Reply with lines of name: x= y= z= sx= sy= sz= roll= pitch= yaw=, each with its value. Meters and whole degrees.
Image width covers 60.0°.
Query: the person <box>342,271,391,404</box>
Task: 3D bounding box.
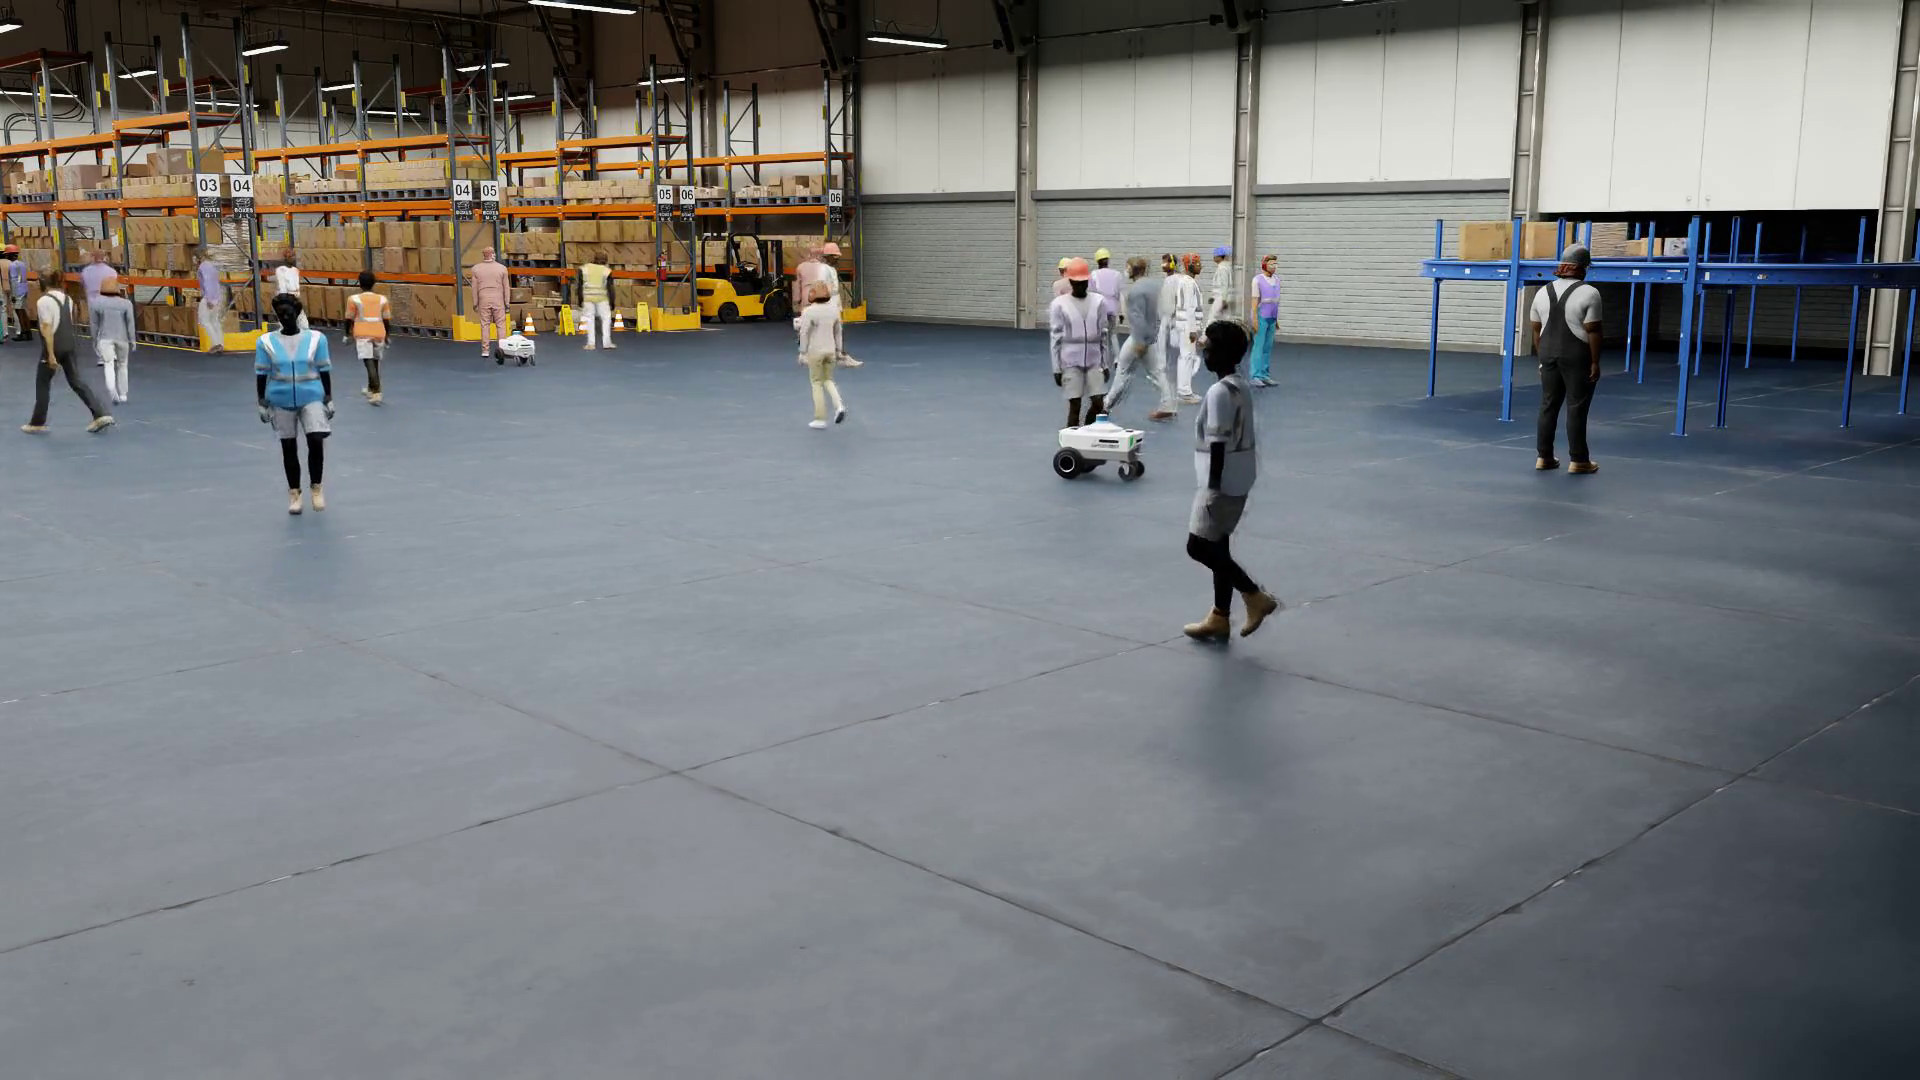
person: x=-7.508 y=-2.566 z=21.049 sx=0.545 sy=1.646 sz=0.834 roll=-10 pitch=14 yaw=-43

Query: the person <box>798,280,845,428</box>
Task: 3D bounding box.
person: x=-1.522 y=-2.038 z=18.276 sx=0.510 sy=1.620 sz=0.372 roll=-9 pitch=14 yaw=-40

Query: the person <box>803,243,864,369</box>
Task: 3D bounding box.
person: x=-2.082 y=-3.735 z=26.547 sx=1.042 sy=1.992 sz=0.627 roll=2 pitch=11 yaw=9

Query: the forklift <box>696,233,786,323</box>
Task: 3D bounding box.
forklift: x=-5.496 y=-6.489 z=41.108 sx=2.313 sy=2.155 sz=1.214 roll=-10 pitch=14 yaw=-44

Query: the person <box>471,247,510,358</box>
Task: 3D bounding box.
person: x=-8.165 y=-4.139 z=28.976 sx=0.644 sy=1.903 sz=0.400 roll=-2 pitch=11 yaw=-11

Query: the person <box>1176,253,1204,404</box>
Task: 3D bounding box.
person: x=2.923 y=-2.692 z=21.138 sx=0.355 sy=1.883 sz=0.575 roll=0 pitch=10 yaw=1

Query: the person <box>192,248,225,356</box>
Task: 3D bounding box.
person: x=-13.254 y=-4.201 z=29.342 sx=0.492 sy=1.890 sz=0.686 roll=-2 pitch=11 yaw=-11

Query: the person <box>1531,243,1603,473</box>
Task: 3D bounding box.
person: x=5.514 y=-1.623 z=14.995 sx=0.538 sy=2.000 sz=0.683 roll=-7 pitch=13 yaw=-35

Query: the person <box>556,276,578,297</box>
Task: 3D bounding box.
person: x=-10.146 y=-6.688 z=43.043 sx=0.633 sy=1.841 sz=0.429 roll=-9 pitch=14 yaw=-40

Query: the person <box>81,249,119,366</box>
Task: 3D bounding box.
person: x=-14.015 y=-3.801 z=27.222 sx=0.638 sy=1.881 sz=0.550 roll=1 pitch=10 yaw=4

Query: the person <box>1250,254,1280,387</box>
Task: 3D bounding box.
person: x=4.273 y=-3.076 z=23.346 sx=0.372 sy=1.839 sz=0.570 roll=10 pitch=14 yaw=44

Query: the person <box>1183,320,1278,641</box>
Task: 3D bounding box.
person: x=1.395 y=-0.289 z=8.573 sx=0.431 sy=1.679 sz=0.543 roll=4 pitch=11 yaw=21

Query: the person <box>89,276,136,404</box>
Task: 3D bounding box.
person: x=-10.670 y=-2.521 z=20.968 sx=0.501 sy=1.608 sz=0.782 roll=-5 pitch=12 yaw=-27

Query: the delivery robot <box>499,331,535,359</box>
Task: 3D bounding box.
delivery robot: x=-7.289 y=-3.191 z=27.344 sx=0.477 sy=0.478 sz=0.707 roll=-8 pitch=13 yaw=-39

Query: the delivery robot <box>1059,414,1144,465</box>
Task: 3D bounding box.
delivery robot: x=1.249 y=-0.866 z=14.663 sx=0.707 sy=0.478 sz=0.477 roll=4 pitch=11 yaw=23

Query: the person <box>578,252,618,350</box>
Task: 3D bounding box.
person: x=-6.697 y=-4.420 z=30.781 sx=0.733 sy=1.807 sz=0.488 roll=0 pitch=10 yaw=-1

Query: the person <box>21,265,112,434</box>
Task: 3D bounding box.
person: x=-9.611 y=-2.029 z=17.774 sx=0.975 sy=1.806 sz=0.520 roll=2 pitch=11 yaw=12

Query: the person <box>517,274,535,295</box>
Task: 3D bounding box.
person: x=-12.518 y=-7.638 z=47.949 sx=0.544 sy=1.941 sz=0.358 roll=-8 pitch=13 yaw=-36

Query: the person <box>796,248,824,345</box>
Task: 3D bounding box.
person: x=-2.788 y=-4.573 z=31.397 sx=0.662 sy=1.880 sz=0.709 roll=3 pitch=11 yaw=14

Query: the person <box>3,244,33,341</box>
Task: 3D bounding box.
person: x=-18.995 y=-4.979 z=33.502 sx=0.386 sy=1.929 sz=0.541 roll=-2 pitch=11 yaw=-9

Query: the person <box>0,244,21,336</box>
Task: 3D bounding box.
person: x=-20.111 y=-5.267 z=35.056 sx=0.370 sy=1.925 sz=0.594 roll=10 pitch=14 yaw=43

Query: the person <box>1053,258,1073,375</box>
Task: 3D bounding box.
person: x=1.611 y=-3.398 z=25.307 sx=0.526 sy=1.769 sz=0.328 roll=-8 pitch=13 yaw=-36

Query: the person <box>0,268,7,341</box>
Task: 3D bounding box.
person: x=-19.260 y=-4.947 z=33.117 sx=0.369 sy=1.996 sz=0.622 roll=-3 pitch=11 yaw=-16

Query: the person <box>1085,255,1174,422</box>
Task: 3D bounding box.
person: x=1.980 y=-2.295 z=18.969 sx=1.050 sy=1.875 sz=0.655 roll=4 pitch=11 yaw=21

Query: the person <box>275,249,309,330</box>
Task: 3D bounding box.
person: x=-11.497 y=-4.093 z=28.833 sx=0.795 sy=1.857 sz=0.583 roll=4 pitch=11 yaw=19

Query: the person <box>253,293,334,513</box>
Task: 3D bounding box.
person: x=-5.044 y=-1.026 z=12.605 sx=0.553 sy=1.677 sz=0.507 roll=-3 pitch=11 yaw=-18

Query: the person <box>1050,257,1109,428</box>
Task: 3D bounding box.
person: x=1.102 y=-1.606 z=15.122 sx=0.567 sy=1.915 sz=0.421 roll=-3 pitch=11 yaw=-14

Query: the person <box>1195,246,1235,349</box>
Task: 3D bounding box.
person: x=4.741 y=-4.470 z=30.776 sx=0.987 sy=1.899 sz=0.627 roll=2 pitch=11 yaw=11

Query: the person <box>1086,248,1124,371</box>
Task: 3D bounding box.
person: x=2.224 y=-3.552 z=25.735 sx=0.604 sy=1.914 sz=0.448 roll=-3 pitch=11 yaw=-14

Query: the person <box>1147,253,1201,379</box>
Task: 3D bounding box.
person: x=3.184 y=-3.301 z=24.551 sx=0.760 sy=1.853 sz=0.517 roll=-4 pitch=11 yaw=-21

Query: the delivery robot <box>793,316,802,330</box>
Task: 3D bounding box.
delivery robot: x=-3.170 y=-4.473 z=34.335 sx=0.477 sy=0.478 sz=0.707 roll=-6 pitch=12 yaw=-29

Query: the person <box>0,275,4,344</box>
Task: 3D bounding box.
person: x=-18.927 y=-4.694 z=32.378 sx=0.314 sy=1.767 sz=0.533 roll=9 pitch=14 yaw=42

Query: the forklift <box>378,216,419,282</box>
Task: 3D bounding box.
forklift: x=-17.868 y=-9.201 z=54.028 sx=1.873 sy=2.768 sz=1.129 roll=-10 pitch=14 yaw=-44
